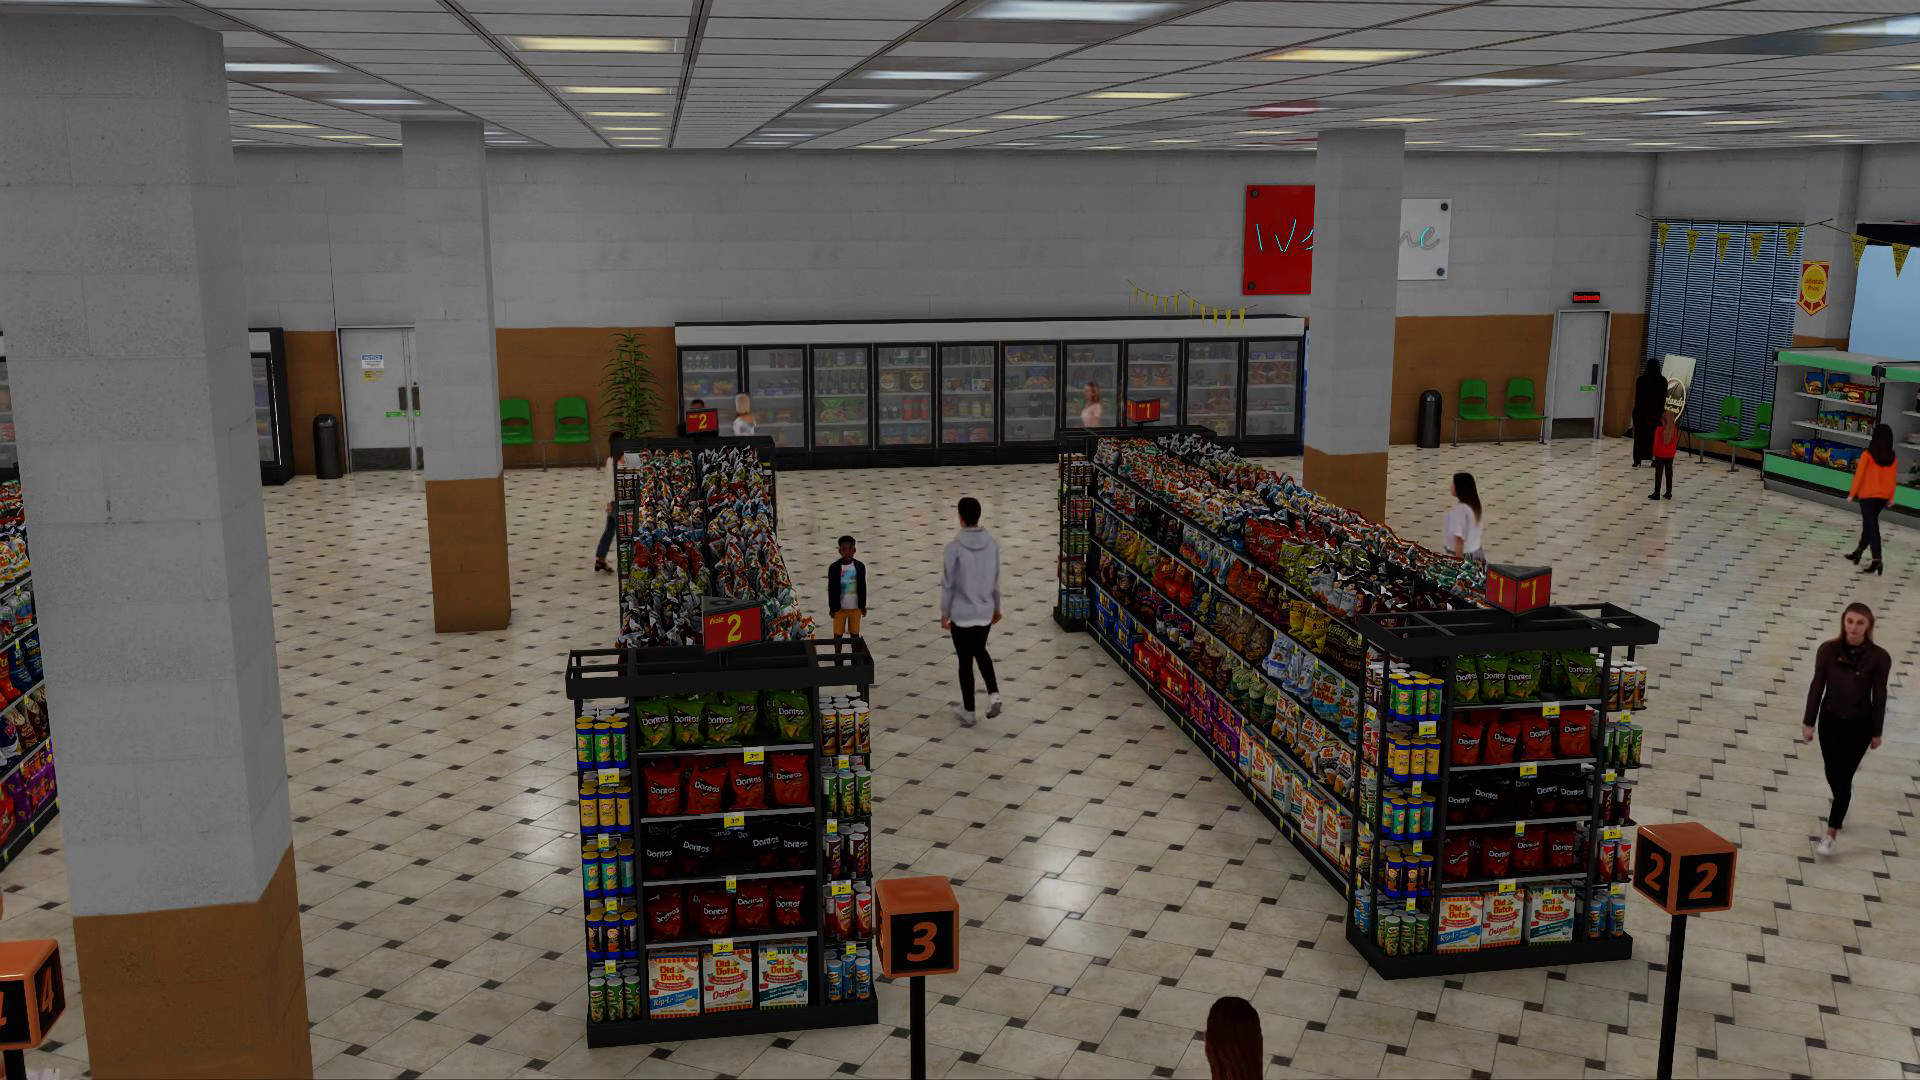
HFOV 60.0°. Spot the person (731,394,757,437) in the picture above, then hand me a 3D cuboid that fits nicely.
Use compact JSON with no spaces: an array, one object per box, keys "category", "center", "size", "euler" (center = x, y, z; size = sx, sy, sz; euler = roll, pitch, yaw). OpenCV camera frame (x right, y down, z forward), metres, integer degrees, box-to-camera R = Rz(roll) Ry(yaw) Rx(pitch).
[{"category":"person","center":[-2.792,-1.056,21.981],"size":[0.999,1.730,0.967],"euler":[7,14,30]}]

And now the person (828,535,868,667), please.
[{"category":"person","center":[-1.041,0.574,15.349],"size":[0.518,1.272,0.530],"euler":[-3,12,-14]}]

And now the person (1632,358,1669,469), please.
[{"category":"person","center":[11.009,-2.033,26.552],"size":[0.701,1.758,0.647],"euler":[0,12,-1]}]

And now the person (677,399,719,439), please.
[{"category":"person","center":[-3.177,-0.797,20.413],"size":[0.928,1.869,1.217],"euler":[1,12,5]}]

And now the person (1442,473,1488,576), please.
[{"category":"person","center":[5.020,0.186,16.313],"size":[1.078,1.634,1.246],"euler":[-11,16,-43]}]

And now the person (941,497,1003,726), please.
[{"category":"person","center":[0.147,0.608,13.621],"size":[0.864,1.918,0.978],"euler":[-7,14,-29]}]

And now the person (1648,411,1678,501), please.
[{"category":"person","center":[10.105,-1.221,23.849],"size":[0.498,1.282,0.512],"euler":[-1,12,-6]}]

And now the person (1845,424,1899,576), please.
[{"category":"person","center":[10.566,-0.449,19.108],"size":[0.674,1.725,0.956],"euler":[-4,12,-16]}]

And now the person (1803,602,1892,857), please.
[{"category":"person","center":[5.977,1.243,11.204],"size":[1.105,1.670,1.102],"euler":[10,16,41]}]
